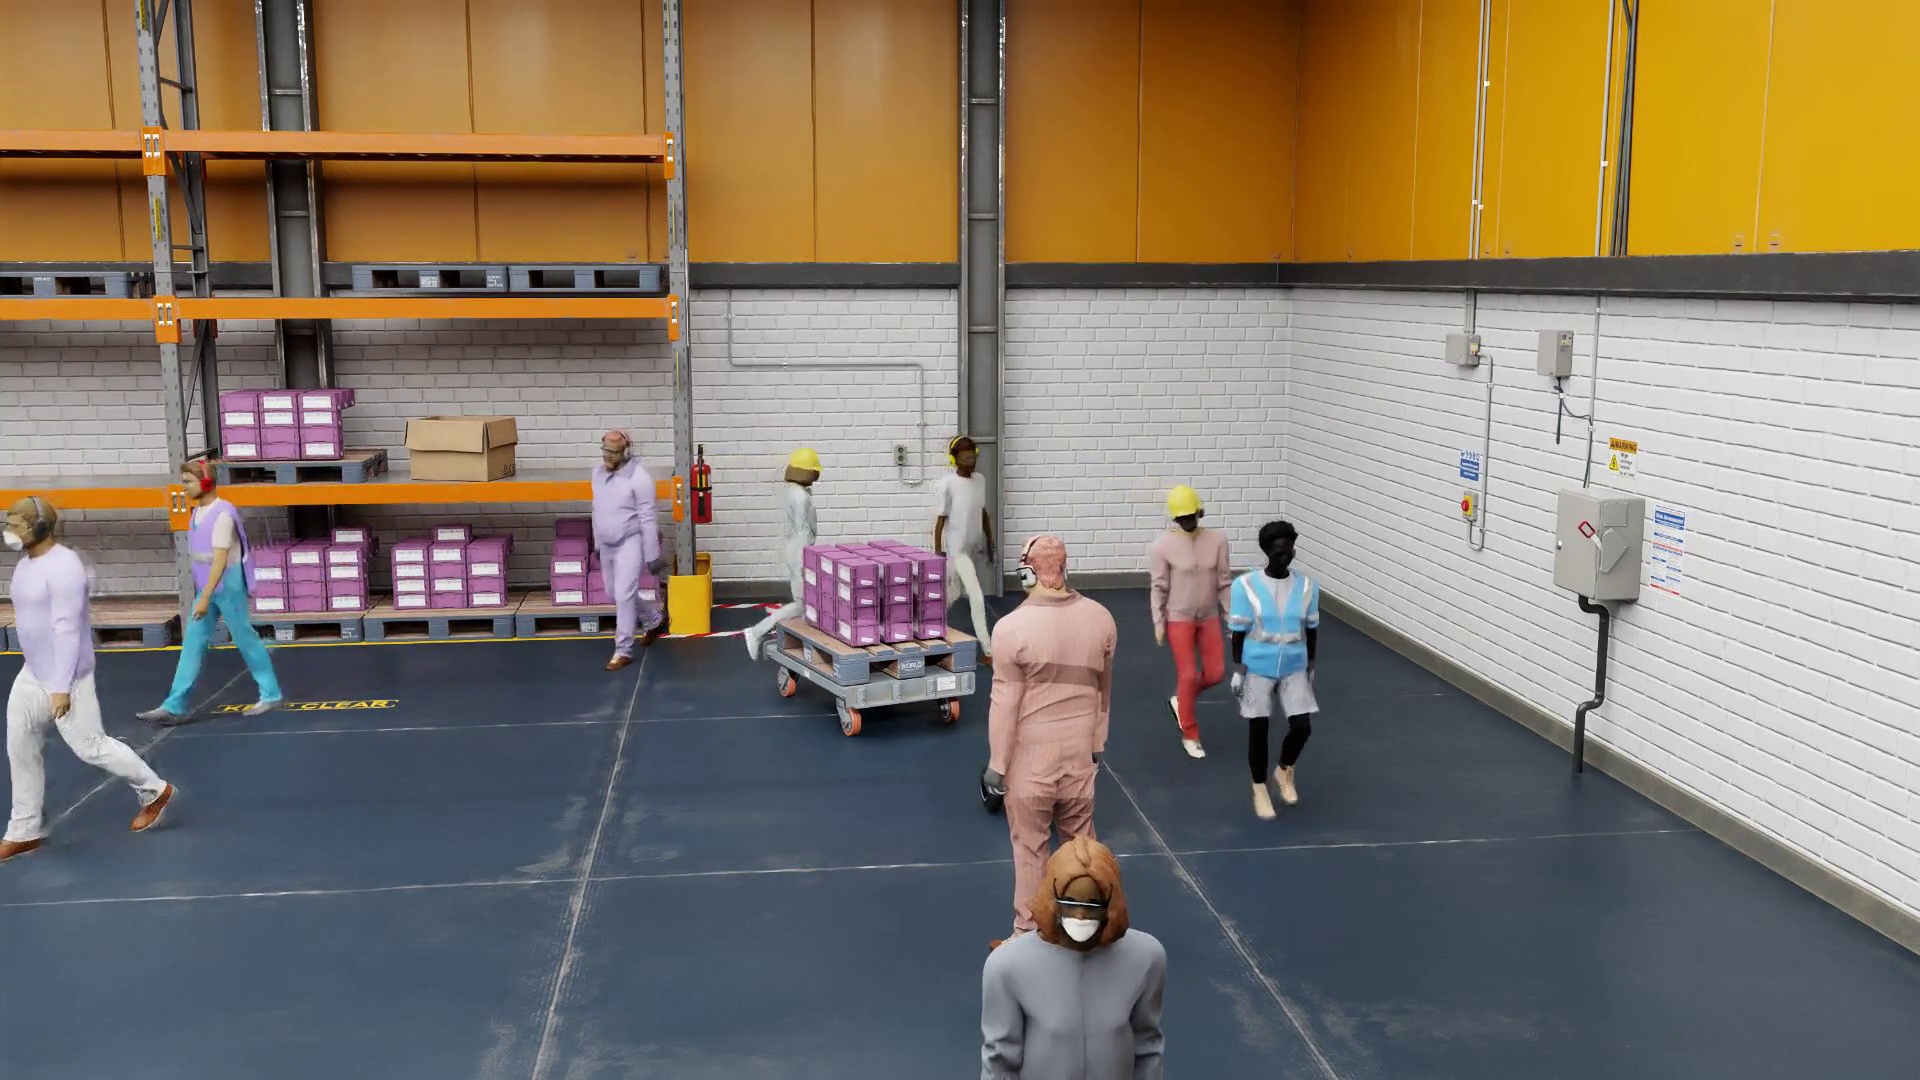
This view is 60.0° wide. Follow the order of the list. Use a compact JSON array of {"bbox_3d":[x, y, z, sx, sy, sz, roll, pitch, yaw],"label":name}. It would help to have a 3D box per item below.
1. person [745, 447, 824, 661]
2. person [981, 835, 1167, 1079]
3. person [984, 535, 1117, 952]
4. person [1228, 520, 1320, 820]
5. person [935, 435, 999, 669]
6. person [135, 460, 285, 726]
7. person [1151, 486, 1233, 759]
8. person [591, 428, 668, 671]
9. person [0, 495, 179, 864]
[{"bbox_3d":[-1.283,0.140,12.738,0.673,1.712,0.488,-2,9,-10],"label":"person"},{"bbox_3d":[0.296,1.540,4.274,0.501,1.633,0.289,-2,9,-15],"label":"person"},{"bbox_3d":[0.371,0.919,7.323,0.639,1.903,0.409,-6,11,-34],"label":"person"},{"bbox_3d":[1.740,0.720,9.227,0.540,1.684,0.364,-1,9,-5],"label":"person"},{"bbox_3d":[-0.015,0.075,12.889,0.955,1.822,0.584,7,12,38],"label":"person"},{"bbox_3d":[-5.042,0.357,11.173,0.568,1.791,0.954,8,12,41],"label":"person"},{"bbox_3d":[1.446,0.495,10.502,0.565,1.725,0.516,-3,10,-17],"label":"person"},{"bbox_3d":[-2.538,0.040,12.934,0.684,1.869,0.733,7,12,38],"label":"person"},{"bbox_3d":[-4.664,0.693,8.727,0.629,1.908,0.940,7,11,37],"label":"person"}]
